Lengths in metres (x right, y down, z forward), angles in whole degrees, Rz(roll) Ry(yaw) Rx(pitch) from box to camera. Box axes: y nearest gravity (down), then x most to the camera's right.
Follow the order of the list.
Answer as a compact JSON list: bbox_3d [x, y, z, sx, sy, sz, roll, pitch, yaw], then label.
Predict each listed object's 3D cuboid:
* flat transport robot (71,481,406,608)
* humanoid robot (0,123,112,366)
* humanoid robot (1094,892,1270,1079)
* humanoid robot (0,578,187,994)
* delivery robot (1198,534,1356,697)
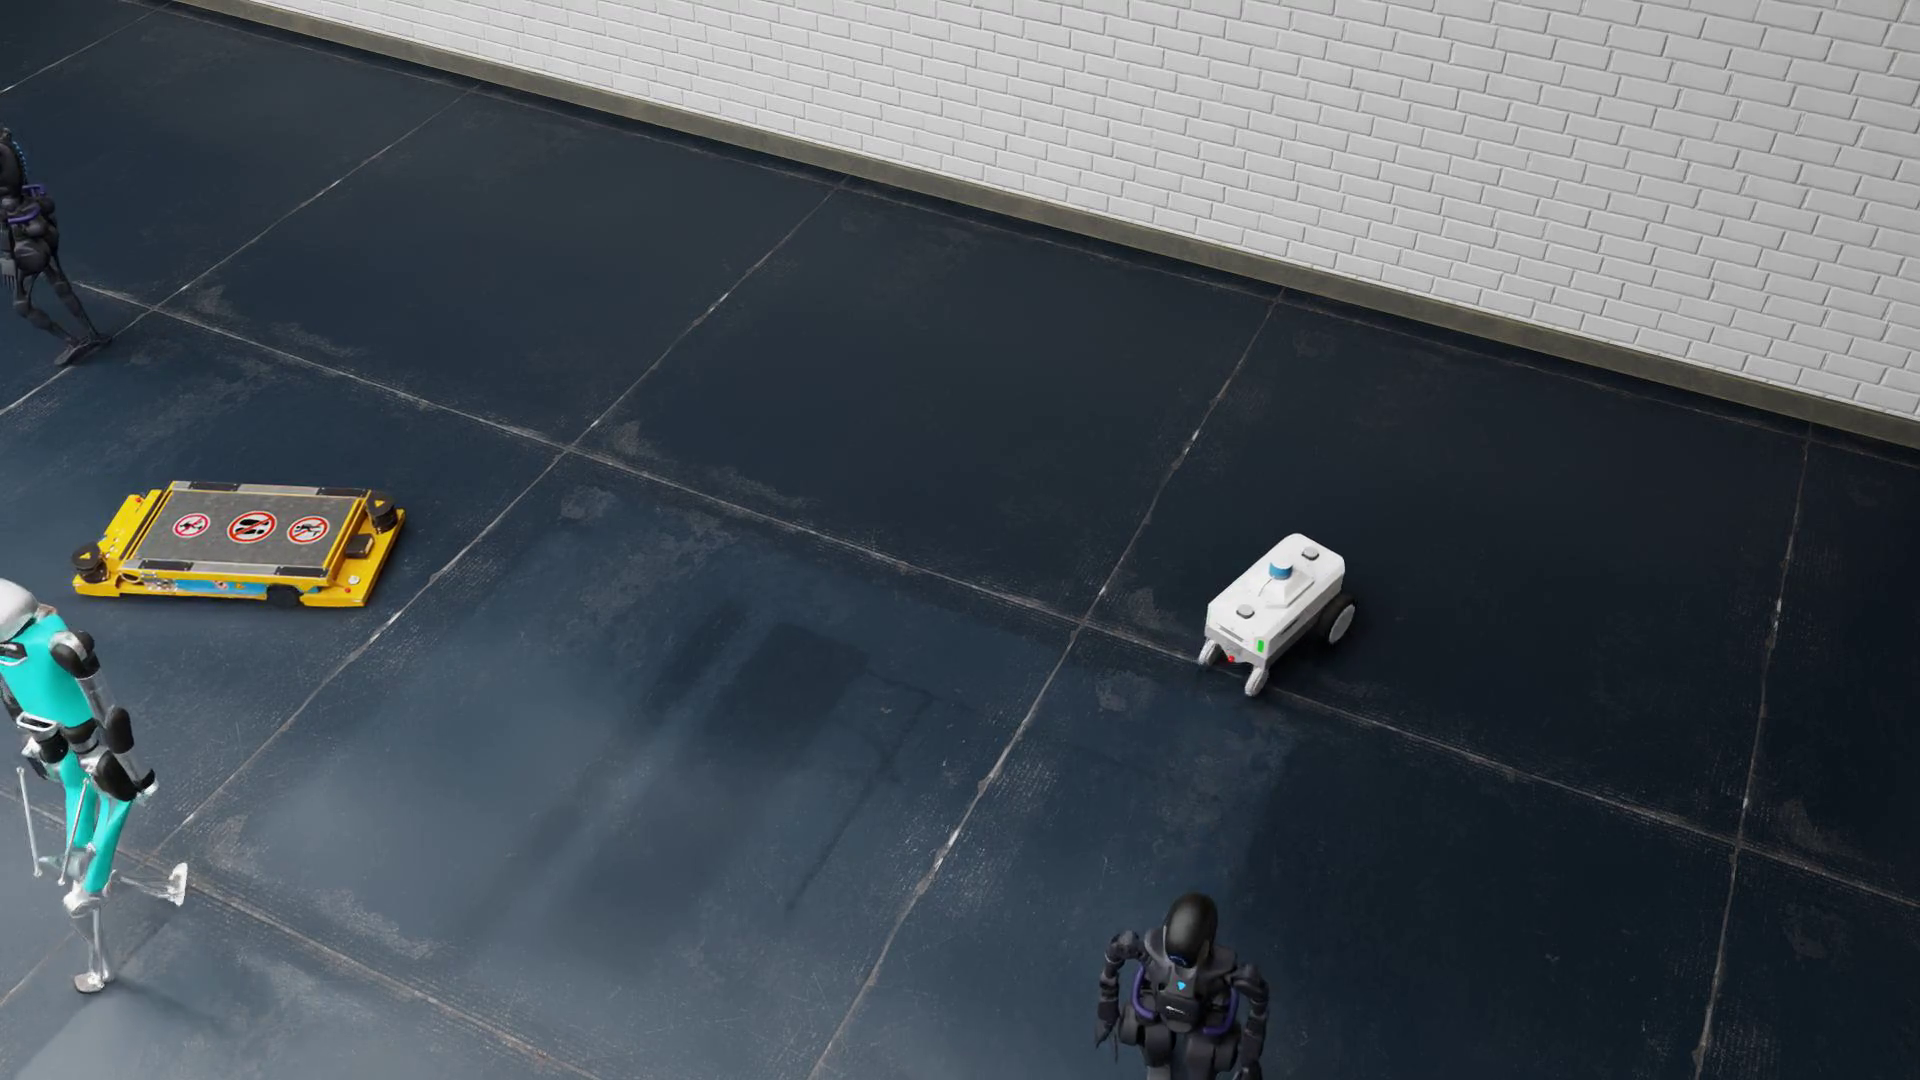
[{"bbox_3d":[-3.559,0.018,8.235,1.431,0.231,0.659,3,43,3],"label":"flat transport robot"},{"bbox_3d":[-5.089,-1.686,9.035,0.355,1.645,0.599,-8,43,-9],"label":"humanoid robot"},{"bbox_3d":[0.740,1.603,5.524,0.601,1.625,0.792,12,44,12],"label":"humanoid robot"},{"bbox_3d":[-3.372,1.025,6.125,0.563,1.828,0.824,13,44,14],"label":"humanoid robot"},{"bbox_3d":[1.476,0.303,7.731,0.499,0.613,0.796,32,52,30],"label":"delivery robot"}]
